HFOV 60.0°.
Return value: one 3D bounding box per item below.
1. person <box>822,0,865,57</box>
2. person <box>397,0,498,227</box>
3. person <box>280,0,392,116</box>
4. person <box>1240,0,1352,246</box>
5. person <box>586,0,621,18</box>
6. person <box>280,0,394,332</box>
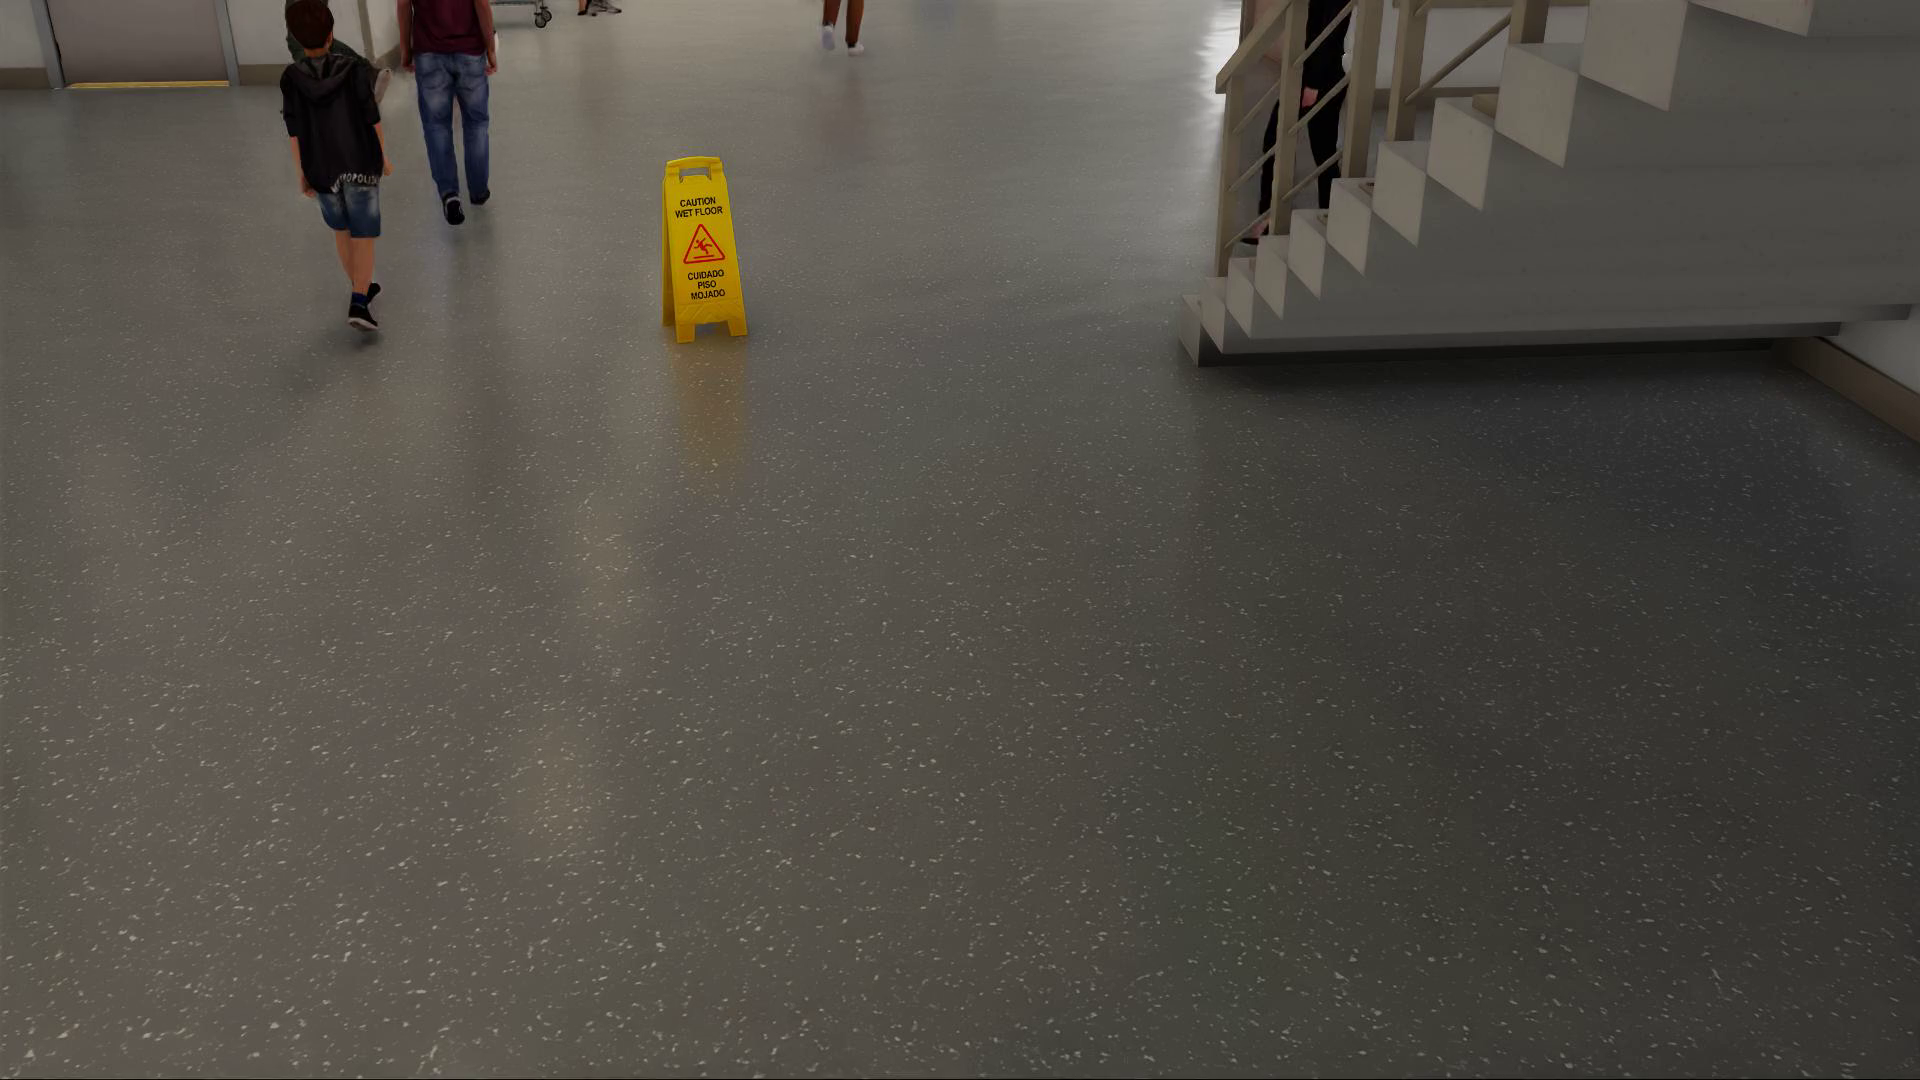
[{"bbox_3d":[-0.962,-4.903,13.681,0.828,1.813,0.893,7,27,14],"label":"person"},{"bbox_3d":[-2.748,-2.602,8.899,0.767,1.822,1.150,-6,26,-12],"label":"person"},{"bbox_3d":[-4.407,-3.738,11.475,0.663,1.629,0.937,-2,26,-4],"label":"person"},{"bbox_3d":[1.864,-2.272,8.357,0.688,1.699,0.684,-4,26,-8],"label":"person"},{"bbox_3d":[-3.567,-5.989,15.924,0.818,1.821,0.784,19,31,34],"label":"person"},{"bbox_3d":[-2.717,-1.603,7.290,0.535,1.419,0.961,-2,26,-5],"label":"person"}]
